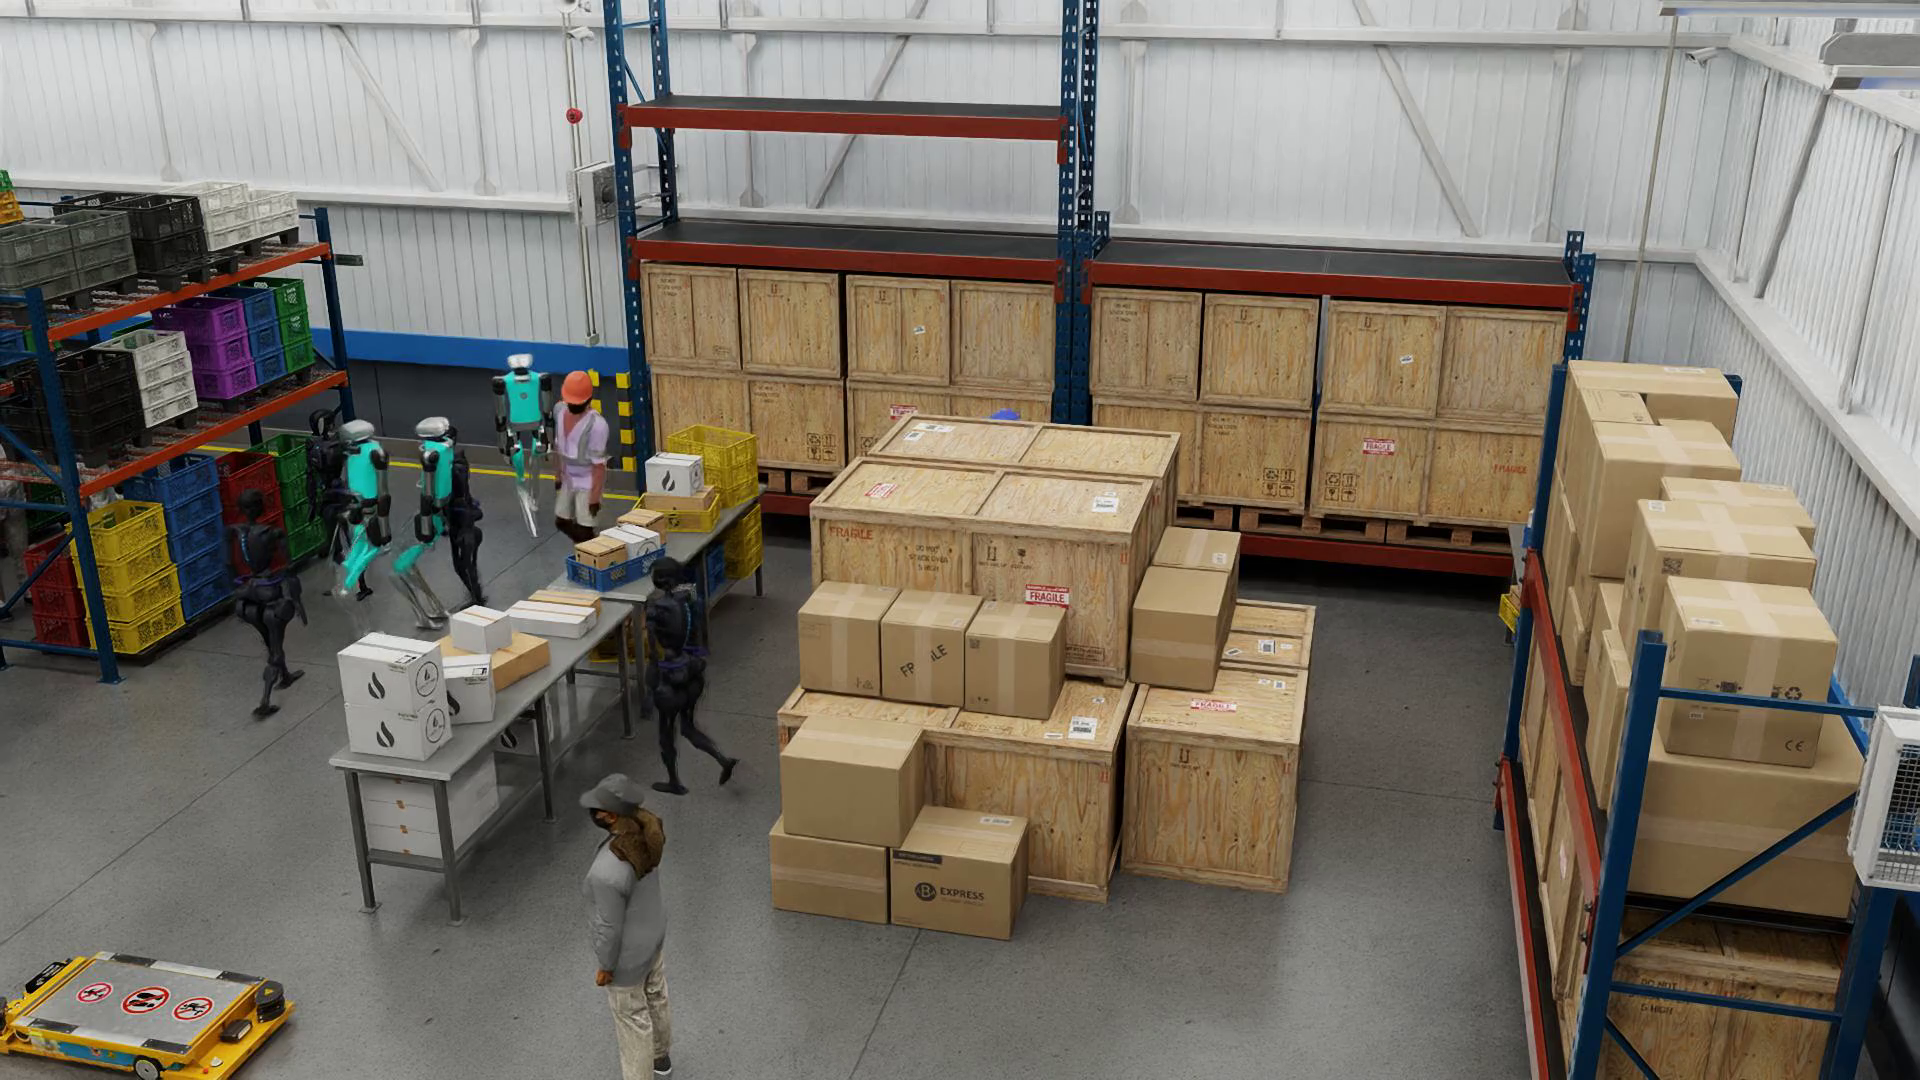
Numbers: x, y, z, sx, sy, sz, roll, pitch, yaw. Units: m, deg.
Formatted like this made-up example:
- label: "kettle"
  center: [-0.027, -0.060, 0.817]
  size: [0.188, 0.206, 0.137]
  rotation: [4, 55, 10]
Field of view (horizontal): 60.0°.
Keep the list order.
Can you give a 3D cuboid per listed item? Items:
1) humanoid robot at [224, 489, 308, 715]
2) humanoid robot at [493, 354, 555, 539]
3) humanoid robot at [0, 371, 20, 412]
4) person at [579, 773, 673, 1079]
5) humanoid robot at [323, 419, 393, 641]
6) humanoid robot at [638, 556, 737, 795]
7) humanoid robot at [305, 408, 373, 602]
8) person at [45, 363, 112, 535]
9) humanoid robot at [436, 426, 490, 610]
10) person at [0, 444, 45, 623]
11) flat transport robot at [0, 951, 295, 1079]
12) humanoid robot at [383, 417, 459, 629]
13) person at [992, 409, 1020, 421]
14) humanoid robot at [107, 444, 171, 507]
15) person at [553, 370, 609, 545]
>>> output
- label: "humanoid robot"
  center: [-5.045, 0.420, 12.042]
  size: [0.600, 1.628, 0.778]
  rotation: [4, 21, 11]
- label: "humanoid robot"
  center: [-4.083, -0.959, 15.590]
  size: [0.540, 1.774, 1.033]
  rotation: [-7, 22, -19]
- label: "humanoid robot"
  center: [-10.478, -1.858, 17.885]
  size: [0.750, 1.805, 0.541]
  rotation: [-1, 21, -2]
- label: "person"
  center: [-1.568, 1.909, 7.948]
  size: [0.395, 1.769, 0.564]
  rotation: [4, 21, 10]
- label: "humanoid robot"
  center: [-4.775, -0.009, 13.037]
  size: [0.541, 1.804, 0.712]
  rotation: [15, 26, 34]
- label: "humanoid robot"
  center: [-1.777, 0.906, 10.717]
  size: [0.541, 1.644, 0.611]
  rotation: [8, 22, 21]
- label: "humanoid robot"
  center: [-5.181, -0.295, 13.824]
  size: [0.599, 1.657, 0.315]
  rotation: [12, 24, 28]
- label: "person"
  center: [-7.596, -0.643, 14.467]
  size: [0.571, 1.884, 0.356]
  rotation: [7, 22, 18]
- label: "humanoid robot"
  center: [-4.009, -0.146, 13.470]
  size: [0.400, 1.644, 0.615]
  rotation: [-16, 26, -35]
- label: "person"
  center: [-7.808, -0.249, 13.506]
  size: [0.404, 1.833, 0.589]
  rotation: [13, 25, 31]
- label: "flat transport robot"
  center: [-4.270, 2.464, 8.601]
  size: [1.431, 0.231, 0.659]
  rotation: [5, 22, 13]
- label: "humanoid robot"
  center: [-4.342, -0.137, 13.276]
  size: [0.745, 1.742, 0.542]
  rotation: [1, 21, 1]
- label: "person"
  center: [0.268, -0.058, 12.894]
  size: [0.740, 1.919, 0.622]
  rotation: [-13, 24, -30]
- label: "humanoid robot"
  center: [-7.051, -0.572, 14.361]
  size: [0.722, 1.711, 0.530]
  rotation: [-8, 22, -21]
- label: "person"
  center: [-3.144, -0.475, 13.873]
  size: [0.667, 2.010, 0.488]
  rotation: [17, 27, 38]
